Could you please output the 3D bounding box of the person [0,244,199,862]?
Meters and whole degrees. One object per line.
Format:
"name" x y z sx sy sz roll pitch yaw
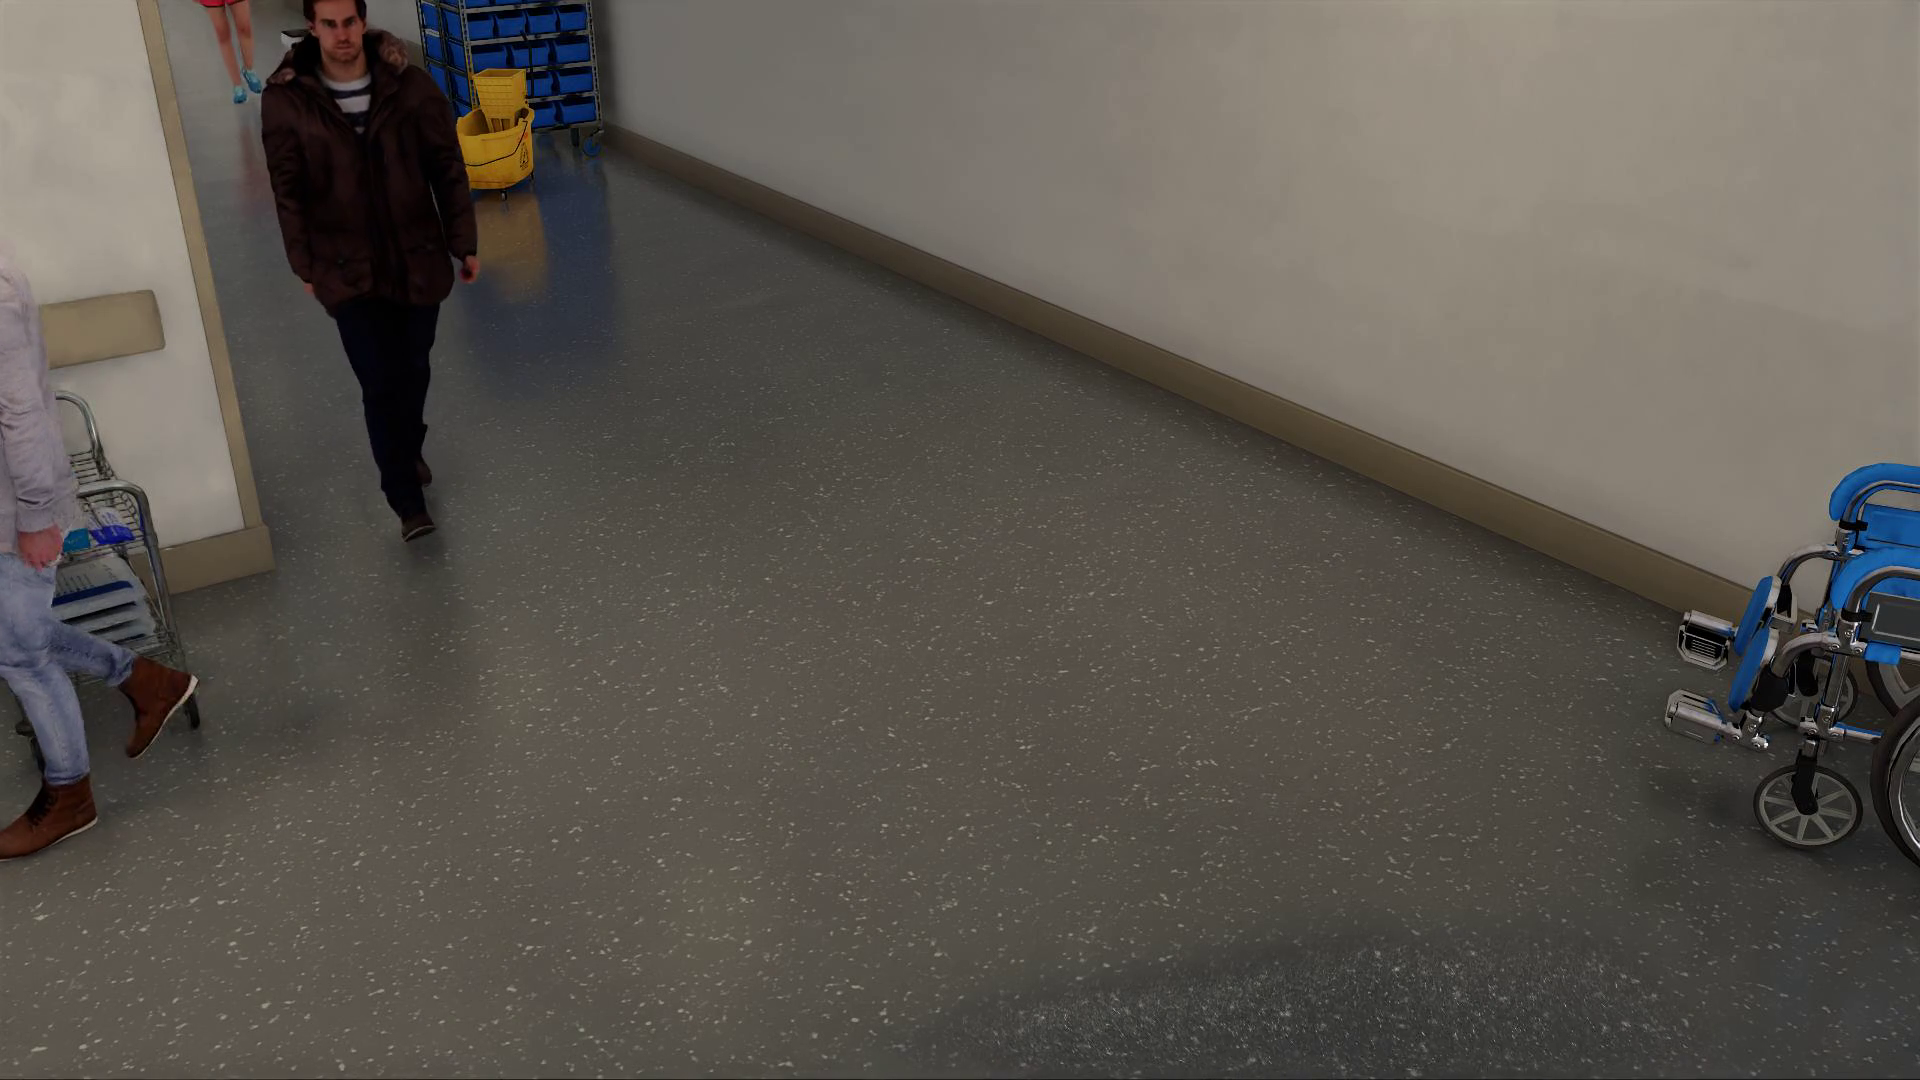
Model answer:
"person" -2.181 -0.134 3.904 0.888 1.833 0.770 -23 34 -39

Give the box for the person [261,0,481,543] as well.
"person" -1.957 -0.942 5.620 1.120 1.798 0.900 -13 29 -25

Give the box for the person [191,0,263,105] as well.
"person" -5.467 -4.129 12.278 0.666 1.755 0.728 -10 27 -19
